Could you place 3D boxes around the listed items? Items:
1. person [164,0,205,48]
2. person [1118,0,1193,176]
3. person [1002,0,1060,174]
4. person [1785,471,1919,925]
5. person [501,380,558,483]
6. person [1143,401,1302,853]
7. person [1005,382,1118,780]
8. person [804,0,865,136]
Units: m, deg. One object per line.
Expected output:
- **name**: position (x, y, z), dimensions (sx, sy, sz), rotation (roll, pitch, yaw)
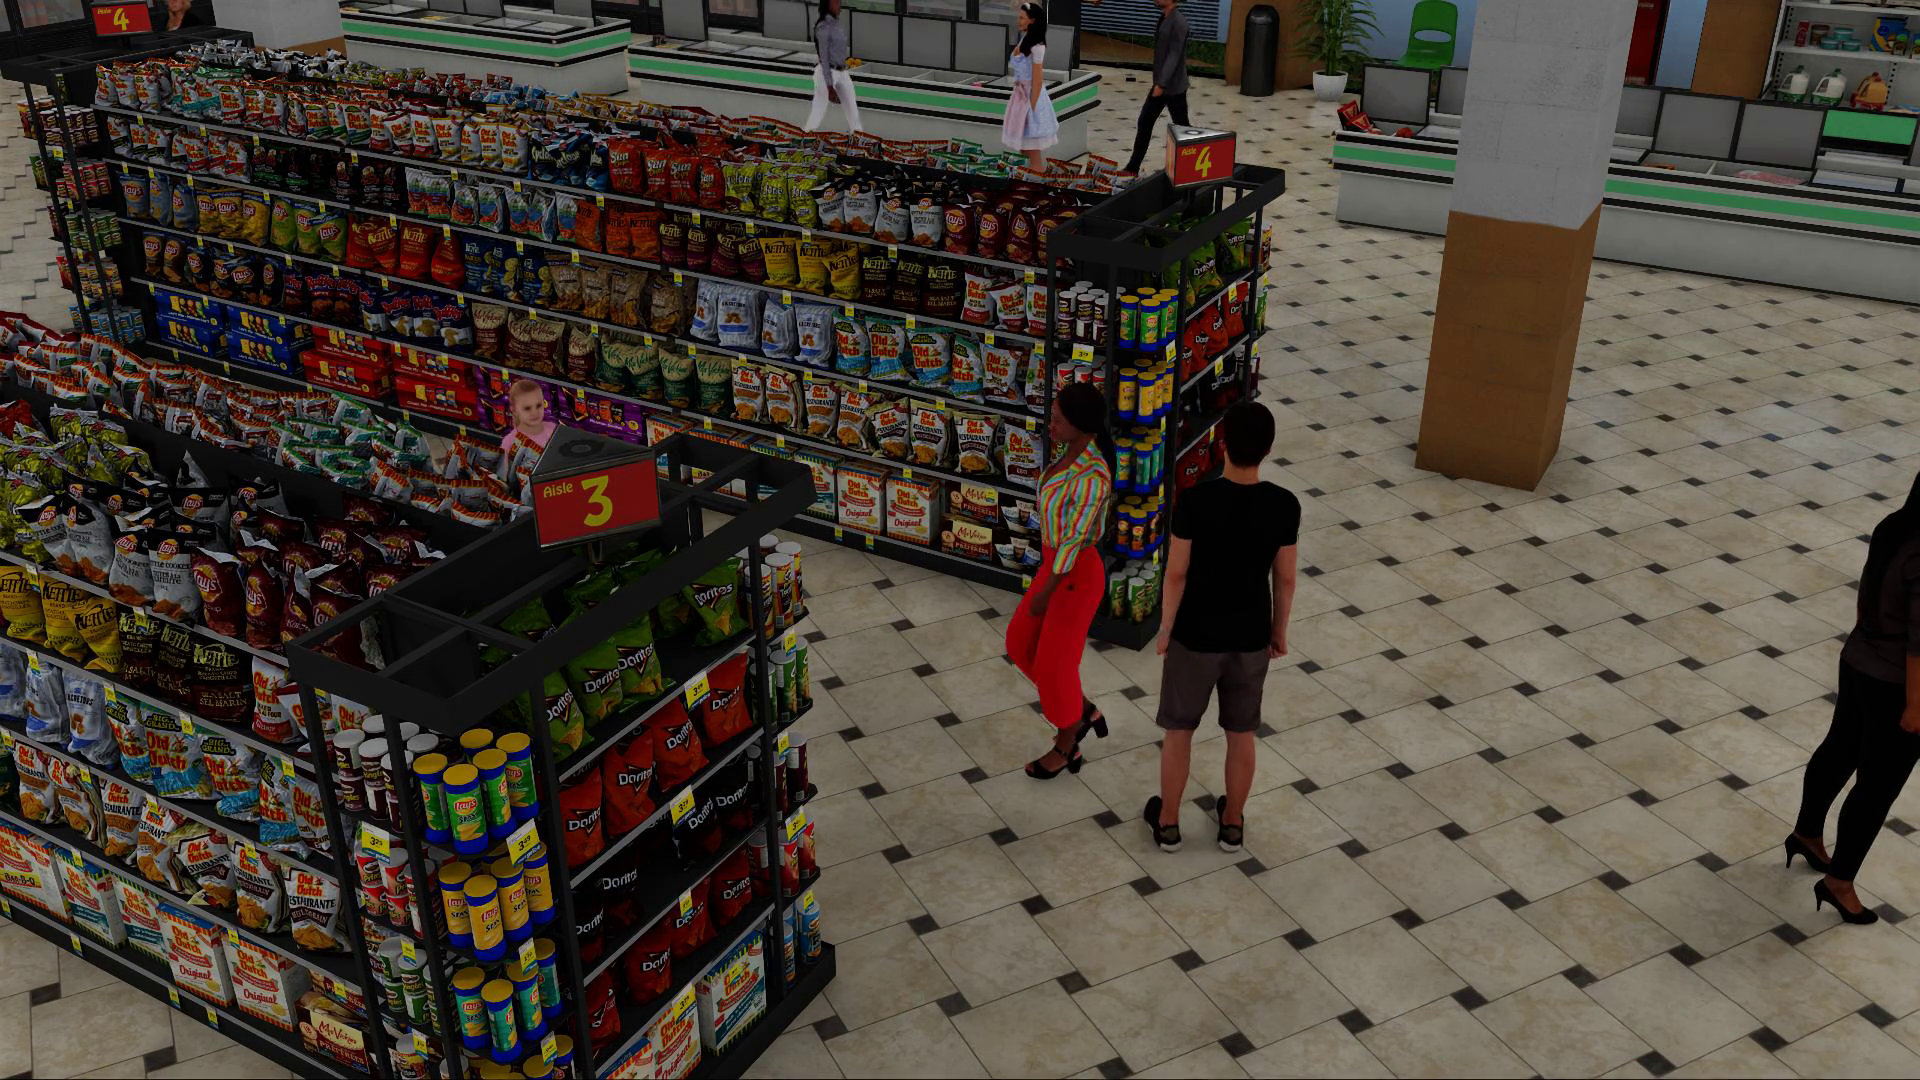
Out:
- **person**: position (-7.385, -4.472, 16.038), dimensions (0.522, 1.668, 0.690), rotation (9, 28, 17)
- **person**: position (1.997, -4.139, 15.211), dimensions (1.253, 1.823, 1.210), rotation (-7, 28, -14)
- **person**: position (0.594, -3.695, 14.340), dimensions (0.918, 1.818, 0.855), rotation (-9, 28, -16)
- **person**: position (3.338, 0.524, 5.997), dimensions (0.733, 1.838, 0.733), rotation (3, 27, 5)
- **person**: position (-2.071, -0.196, 8.067), dimensions (0.674, 1.251, 0.878), rotation (-20, 33, -35)
- **person**: position (0.999, 0.365, 6.297), dimensions (0.712, 1.851, 0.812), rotation (-3, 27, -5)
- **person**: position (0.514, 0.209, 6.687), dimensions (0.829, 1.777, 0.768), rotation (-3, 27, -5)
- **person**: position (-1.288, -4.293, 15.683), dimensions (1.174, 1.670, 0.661), rotation (13, 30, 24)
